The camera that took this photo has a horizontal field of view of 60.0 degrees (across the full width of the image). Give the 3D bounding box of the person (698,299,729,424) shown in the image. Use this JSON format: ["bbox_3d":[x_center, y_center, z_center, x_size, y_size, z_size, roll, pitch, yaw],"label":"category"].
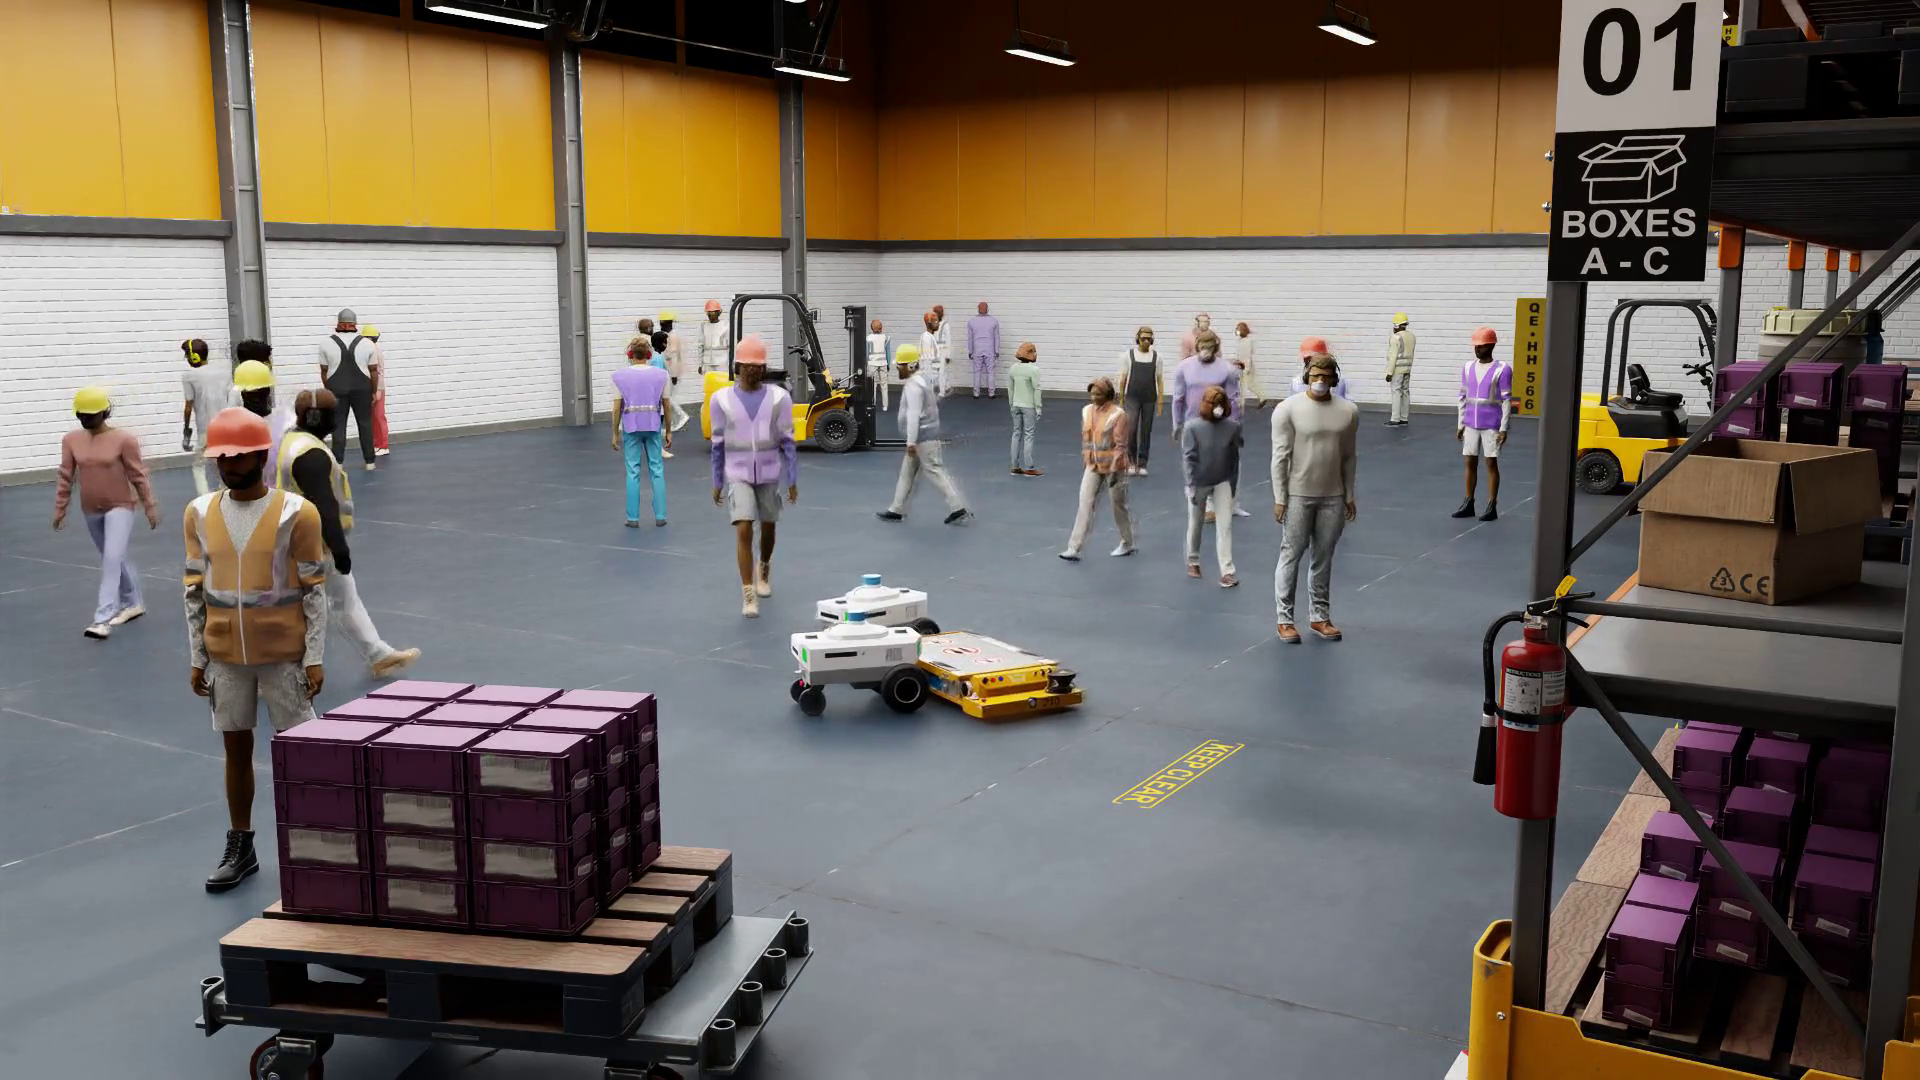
[{"bbox_3d":[-3.968,-2.870,26.929,0.614,2.041,0.393,3,9,16],"label":"person"}]

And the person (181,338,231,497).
[{"bbox_3d":[-7.312,-1.038,16.182,0.542,1.831,0.513,7,12,38],"label":"person"}]

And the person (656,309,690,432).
[{"bbox_3d":[-4.481,-2.600,25.650,0.424,1.908,0.605,-3,9,-16],"label":"person"}]

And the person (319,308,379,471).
[{"bbox_3d":[-7.614,-1.883,20.771,0.686,2.000,0.535,-3,10,-19],"label":"person"}]

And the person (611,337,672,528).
[{"bbox_3d":[-3.069,-1.032,16.069,0.573,1.843,0.374,-3,10,-19],"label":"person"}]

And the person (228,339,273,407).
[{"bbox_3d":[-5.377,-0.588,12.961,0.657,1.947,0.634,-6,11,-34],"label":"person"}]

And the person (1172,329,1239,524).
[{"bbox_3d":[2.417,-1.120,16.381,0.659,1.919,0.453,2,9,13],"label":"person"}]

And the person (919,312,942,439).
[{"bbox_3d":[-0.450,-2.414,24.591,0.358,1.879,0.574,0,9,0],"label":"person"}]

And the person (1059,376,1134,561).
[{"bbox_3d":[1.212,-0.609,14.217,0.865,1.586,0.557,-9,13,-44],"label":"person"}]

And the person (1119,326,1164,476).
[{"bbox_3d":[2.192,-1.660,20.054,0.545,1.823,0.555,0,9,-1],"label":"person"}]

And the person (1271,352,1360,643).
[{"bbox_3d":[2.372,-0.284,11.119,0.629,1.937,0.377,-3,9,-16],"label":"person"}]

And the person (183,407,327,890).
[{"bbox_3d":[-2.800,0.437,6.612,0.548,1.938,0.358,0,9,-3],"label":"person"}]

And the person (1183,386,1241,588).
[{"bbox_3d":[1.977,-0.428,13.129,0.497,1.576,0.848,-2,9,-10],"label":"person"}]

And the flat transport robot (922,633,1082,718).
[{"bbox_3d":[0.054,0.760,9.787,0.652,0.197,1.431,-5,10,-29],"label":"flat transport robot"}]

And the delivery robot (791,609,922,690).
[{"bbox_3d":[-0.588,0.634,9.396,0.707,0.478,0.477,-3,10,-16],"label":"delivery robot"}]

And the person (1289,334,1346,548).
[{"bbox_3d":[3.198,-0.879,14.880,0.556,1.920,0.735,6,11,33],"label":"person"}]

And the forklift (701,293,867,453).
[{"bbox_3d":[-2.458,-2.344,23.176,2.313,2.155,1.214,0,9,-2],"label":"forklift"}]

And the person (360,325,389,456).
[{"bbox_3d":[-7.935,-2.020,22.475,0.305,1.772,0.525,-8,12,-41],"label":"person"}]

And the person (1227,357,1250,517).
[{"bbox_3d":[2.638,-1.040,16.792,0.531,1.620,0.563,5,11,31],"label":"person"}]

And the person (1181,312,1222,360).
[{"bbox_3d":[3.700,-2.565,25.532,0.650,1.877,0.833,-3,10,-17],"label":"person"}]

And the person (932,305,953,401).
[{"bbox_3d":[-0.348,-3.592,32.027,0.542,1.861,0.633,-7,11,-36],"label":"person"}]

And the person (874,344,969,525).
[{"bbox_3d":[-0.346,-1.023,16.251,0.942,1.781,0.634,1,9,4],"label":"person"}]

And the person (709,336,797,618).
[{"bbox_3d":[-1.515,-0.493,12.206,0.619,2.012,0.963,-2,9,-13],"label":"person"}]

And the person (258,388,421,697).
[{"bbox_3d":[-3.713,0.005,9.770,0.971,1.787,0.657,-4,10,-25],"label":"person"}]

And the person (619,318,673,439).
[{"bbox_3d":[-4.660,-2.350,24.423,0.881,1.811,0.634,-8,12,-40],"label":"person"}]

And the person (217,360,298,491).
[{"bbox_3d":[-4.489,-0.211,10.761,0.586,1.912,0.438,-1,9,-7],"label":"person"}]

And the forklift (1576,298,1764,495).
[{"bbox_3d":[7.954,-1.589,18.462,2.313,2.155,1.214,5,11,30],"label":"forklift"}]

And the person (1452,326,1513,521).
[{"bbox_3d":[5.193,-1.156,16.558,0.375,1.935,0.550,-8,12,-42],"label":"person"}]

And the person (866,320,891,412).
[{"bbox_3d":[-1.474,-3.089,29.547,0.522,1.640,0.305,-4,10,-24],"label":"person"}]

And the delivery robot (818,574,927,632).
[{"bbox_3d":[-0.550,0.459,10.485,0.707,0.478,0.477,-8,12,-42],"label":"delivery robot"}]

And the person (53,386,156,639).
[{"bbox_3d":[-5.818,-0.197,11.297,0.589,1.699,0.926,1,9,5],"label":"person"}]

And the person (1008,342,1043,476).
[{"bbox_3d":[0.798,-1.591,20.216,0.266,1.631,0.507,-9,12,-43],"label":"person"}]

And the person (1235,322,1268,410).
[{"bbox_3d":[5.139,-3.087,29.638,0.672,1.609,0.506,-4,10,-23],"label":"person"}]

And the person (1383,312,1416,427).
[{"bbox_3d":[7.028,-2.721,26.646,0.588,1.834,0.403,-8,12,-41],"label":"person"}]

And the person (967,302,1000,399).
[{"bbox_3d":[0.465,-3.717,32.643,0.643,1.908,0.411,0,9,2],"label":"person"}]

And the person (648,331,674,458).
[{"bbox_3d":[-4.014,-1.933,22.172,0.320,1.692,0.532,-3,10,-20],"label":"person"}]
